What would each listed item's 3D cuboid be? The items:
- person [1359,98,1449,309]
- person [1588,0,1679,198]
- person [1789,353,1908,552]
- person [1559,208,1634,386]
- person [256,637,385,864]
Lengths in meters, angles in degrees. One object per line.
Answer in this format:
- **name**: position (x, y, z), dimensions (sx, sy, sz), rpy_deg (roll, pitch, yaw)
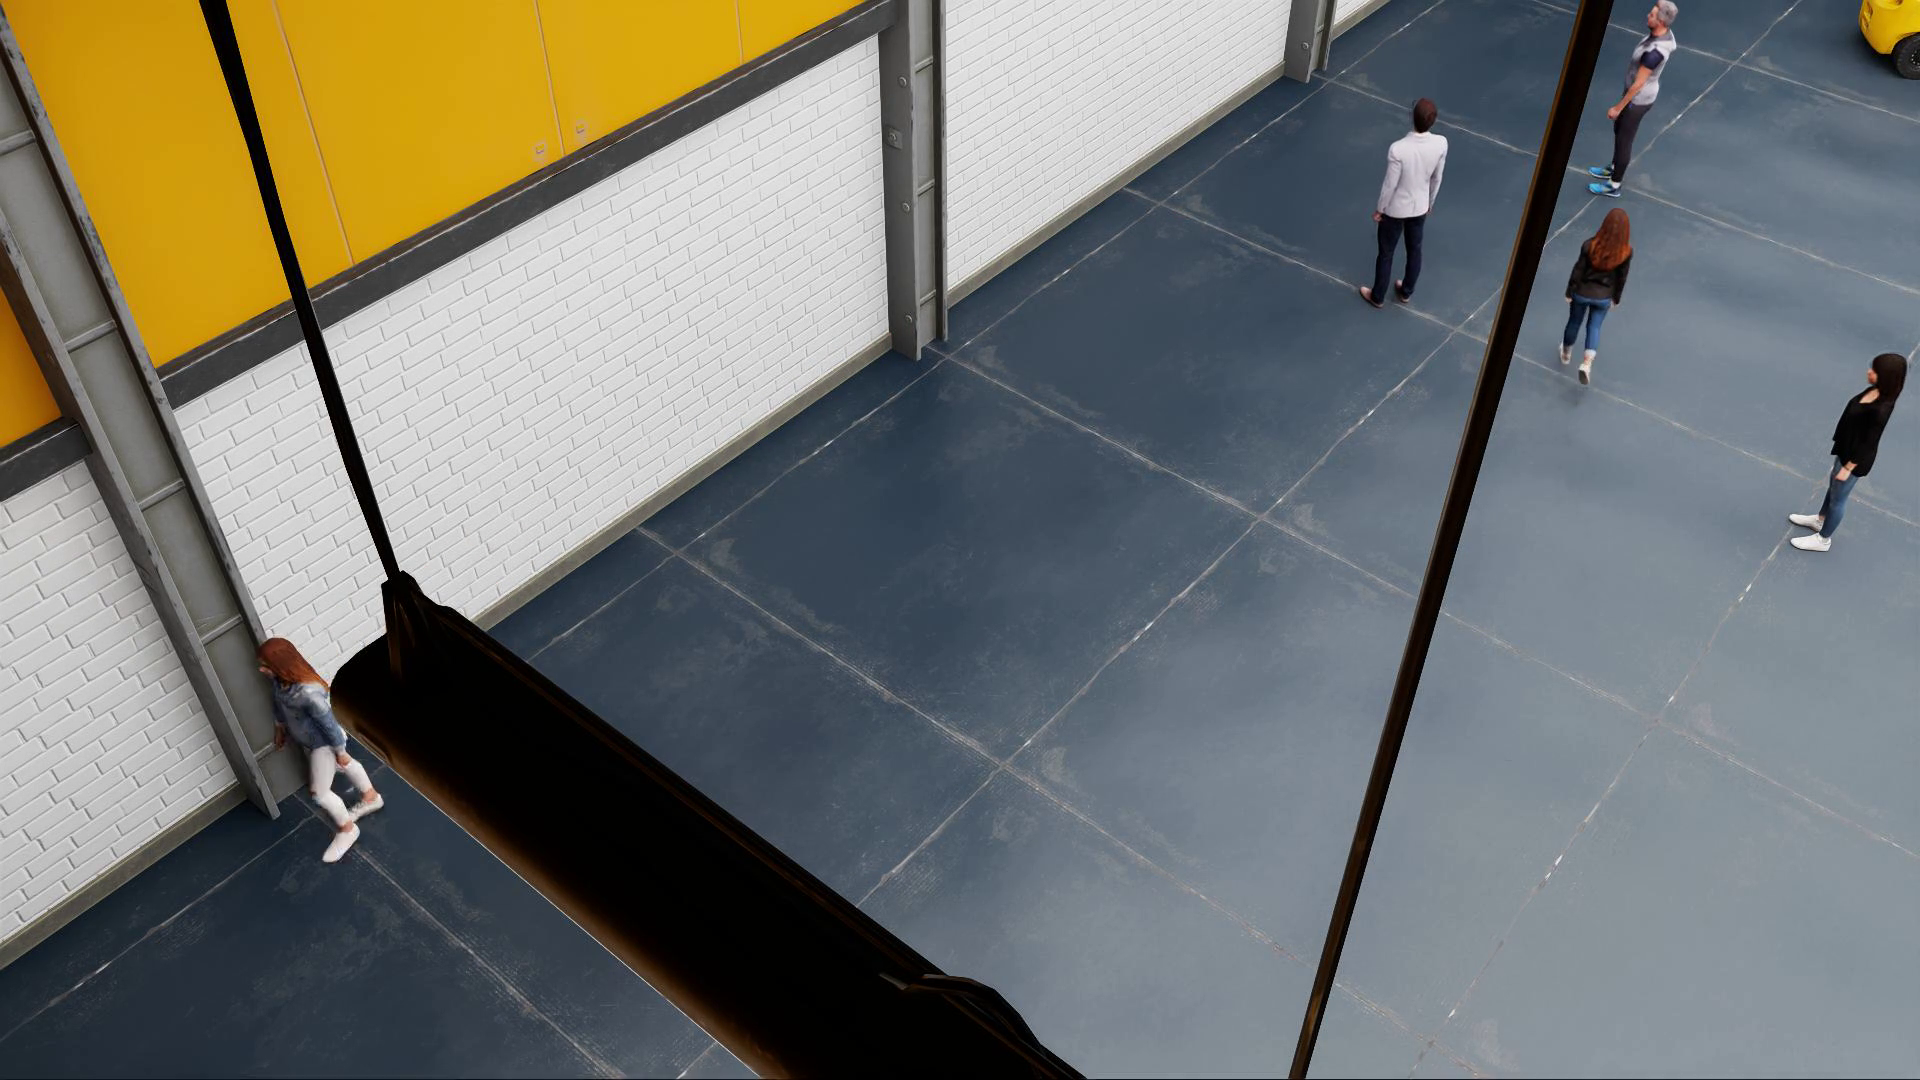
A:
- **person**: position (3.618, -2.716, 13.483), dimensions (0.735, 1.853, 0.829), rpy_deg (-9, 44, -9)
- **person**: position (6.040, -3.897, 14.745), dimensions (0.845, 1.823, 0.691), rpy_deg (15, 46, 15)
- **person**: position (6.151, -0.613, 11.426), dimensions (0.690, 1.646, 0.560), rpy_deg (14, 45, 14)
- **person**: position (4.912, -1.876, 12.881), dimensions (0.778, 1.468, 0.931), rpy_deg (9, 44, 10)
- **person**: position (-3.617, 1.086, 9.616), dimensions (0.750, 1.682, 0.678), rpy_deg (-31, 51, -28)
